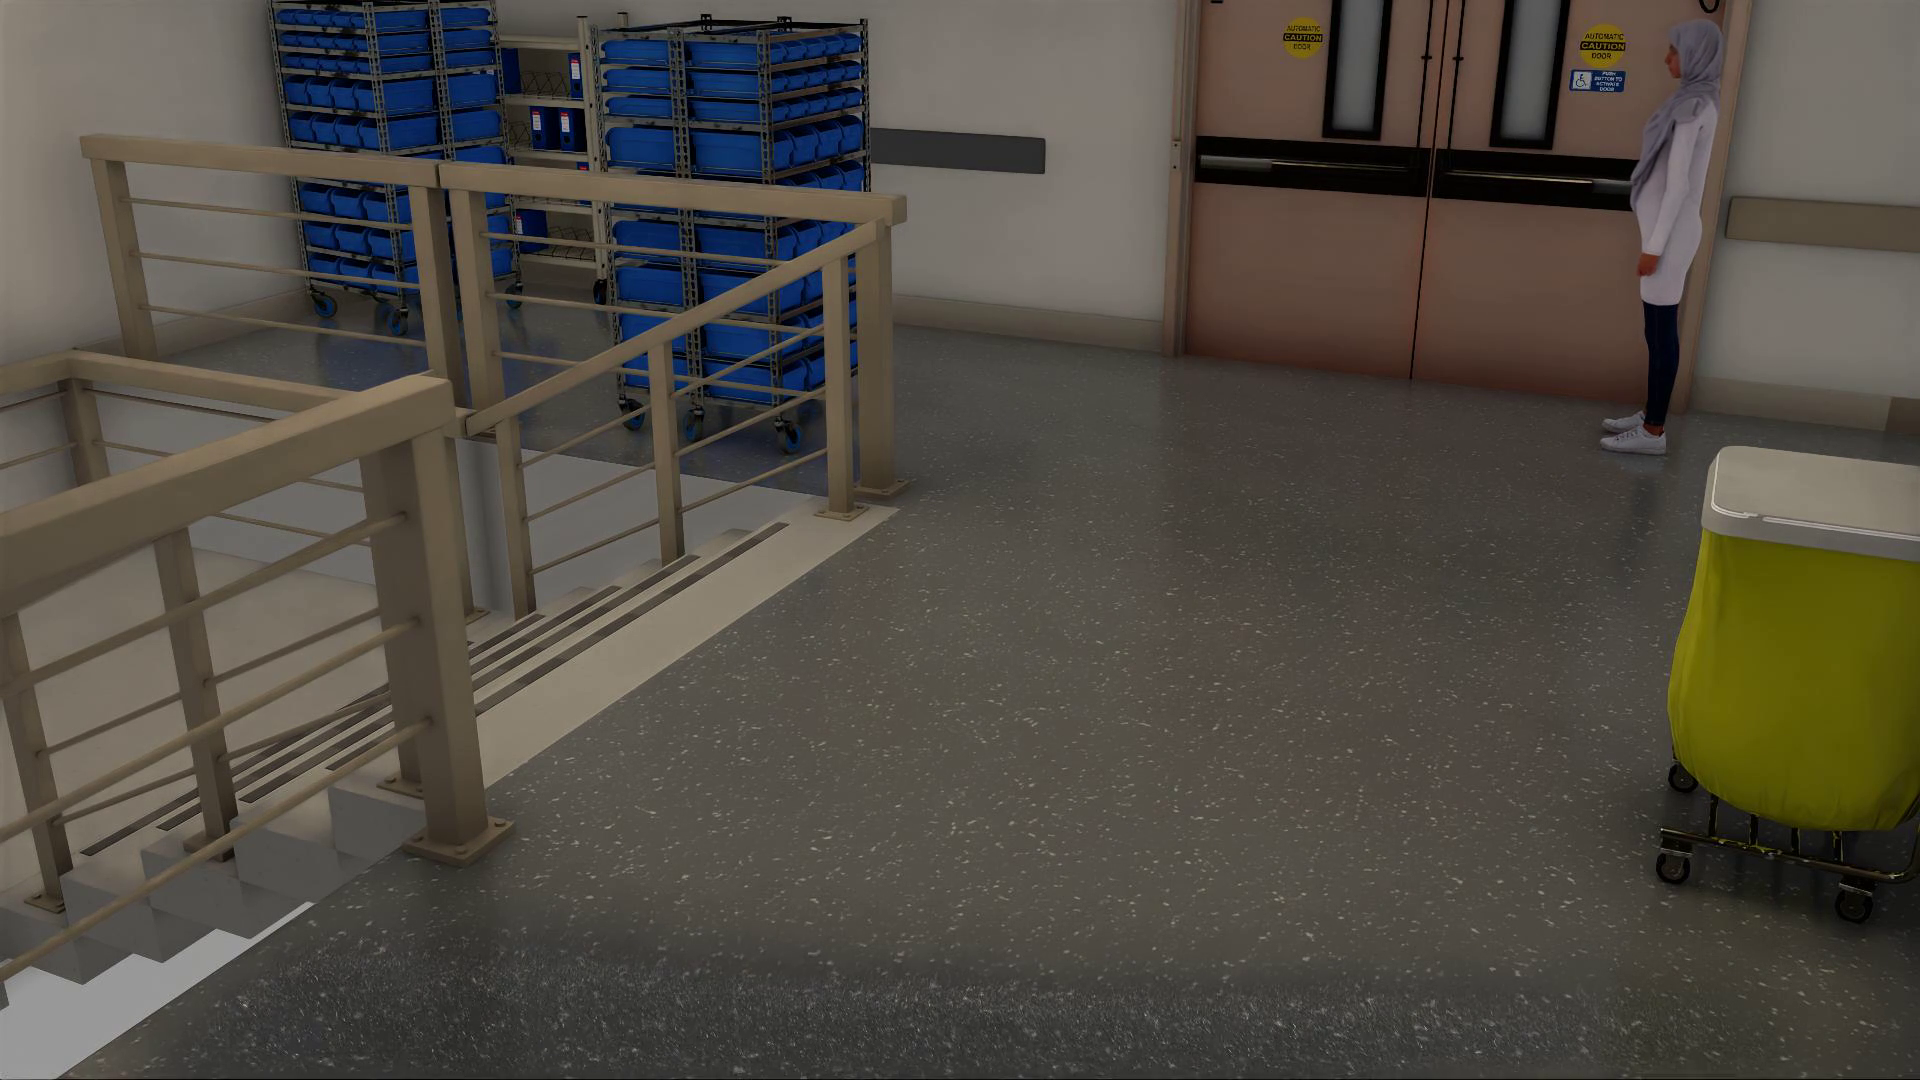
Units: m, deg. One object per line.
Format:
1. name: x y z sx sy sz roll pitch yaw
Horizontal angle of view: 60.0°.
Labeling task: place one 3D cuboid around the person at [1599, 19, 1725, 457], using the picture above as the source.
1. person: 2.957 -1.241 6.925 0.519 1.777 0.607 10 23 25
